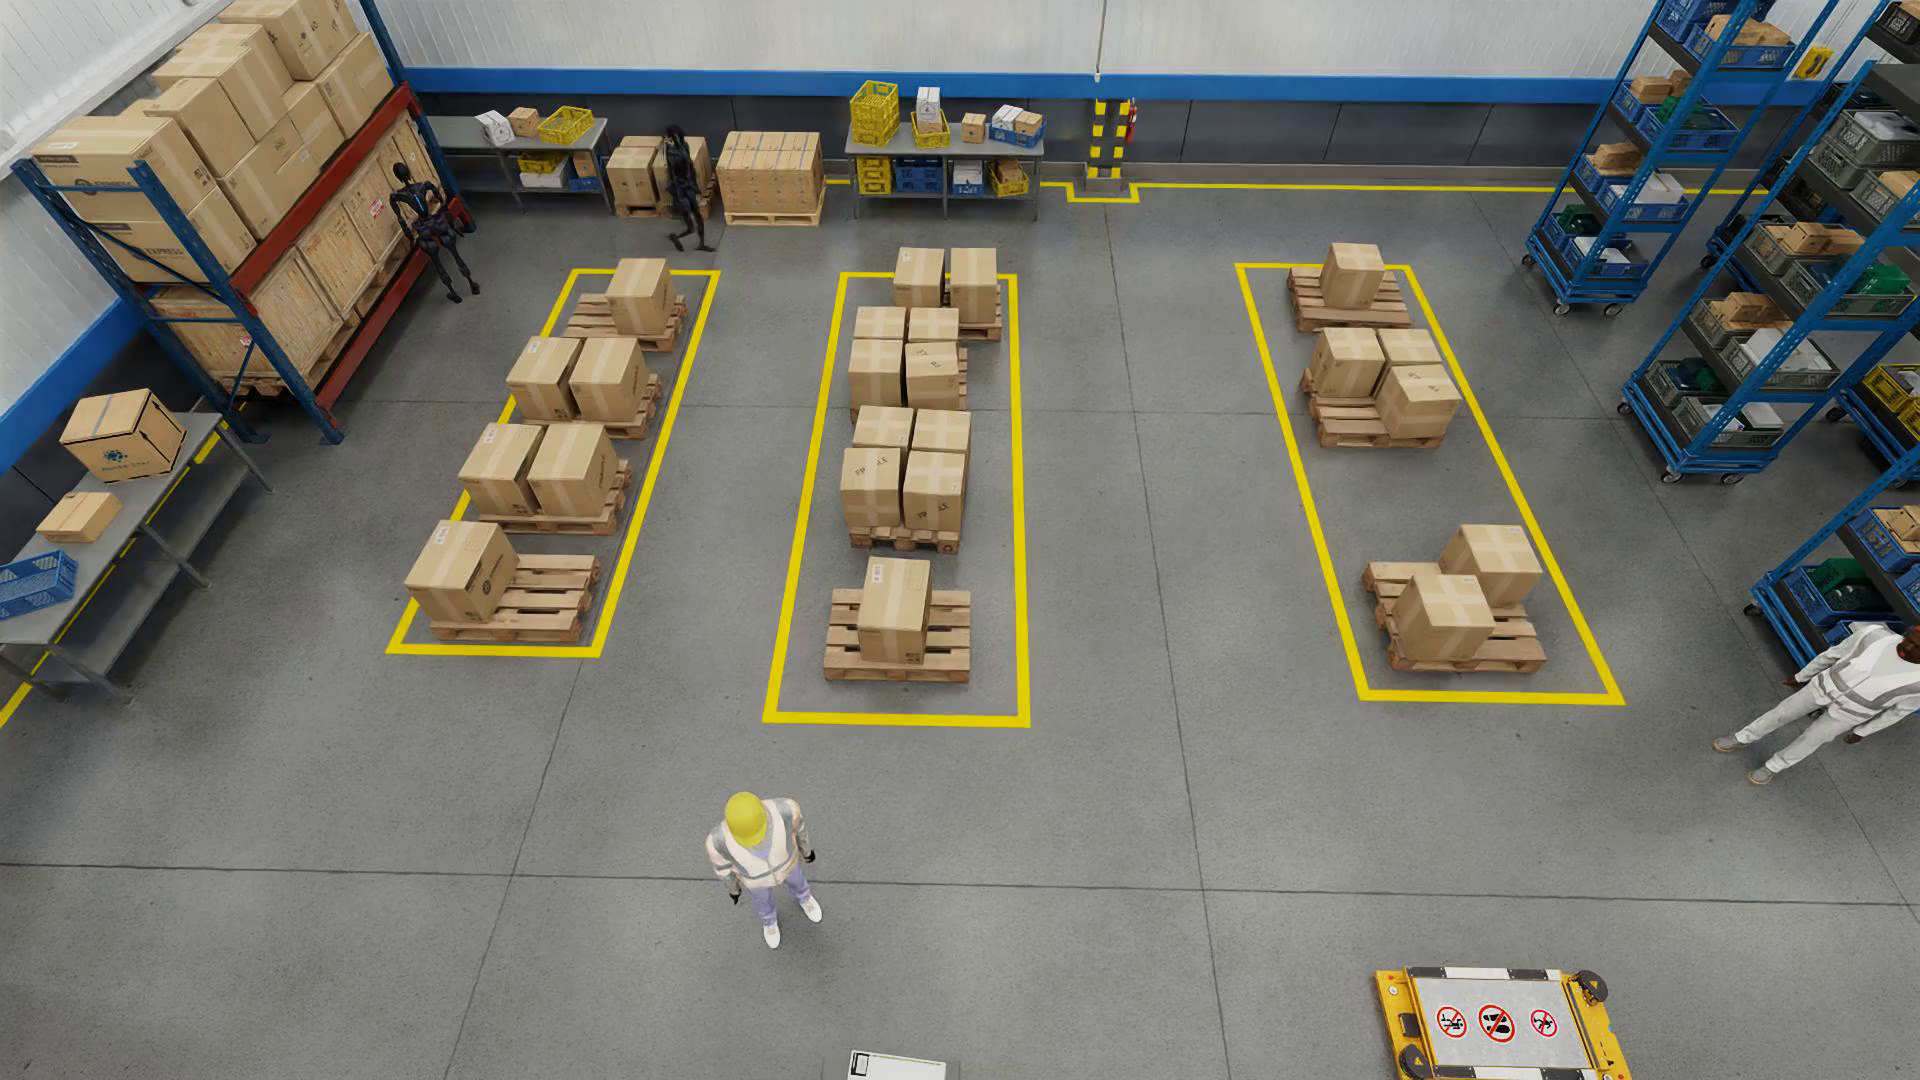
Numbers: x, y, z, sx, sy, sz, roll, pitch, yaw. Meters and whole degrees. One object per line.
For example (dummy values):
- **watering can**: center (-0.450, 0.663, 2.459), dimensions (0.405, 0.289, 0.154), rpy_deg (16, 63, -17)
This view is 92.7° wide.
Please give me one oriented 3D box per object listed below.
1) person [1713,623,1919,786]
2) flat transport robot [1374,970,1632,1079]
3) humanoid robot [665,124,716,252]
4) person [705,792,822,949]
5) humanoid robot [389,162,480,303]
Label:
- **person**: center (6.217, 1.148, 6.509), dimensions (0.356, 1.882, 0.573), rpy_deg (-18, 53, -14)
- **flat transport robot**: center (3.501, 3.133, 5.914), dimensions (1.431, 0.197, 0.652), rpy_deg (1, 51, 1)
- **humanoid robot**: center (-3.353, -4.183, 10.994), dimensions (0.437, 1.644, 0.613), rpy_deg (11, 52, 9)
- **person**: center (-1.196, 2.044, 5.749), dimensions (0.592, 1.926, 0.363), rpy_deg (-24, 55, -19)
- **humanoid robot**: center (-5.998, -3.500, 10.421), dimensions (0.586, 1.657, 0.331), rpy_deg (-34, 59, -25)
